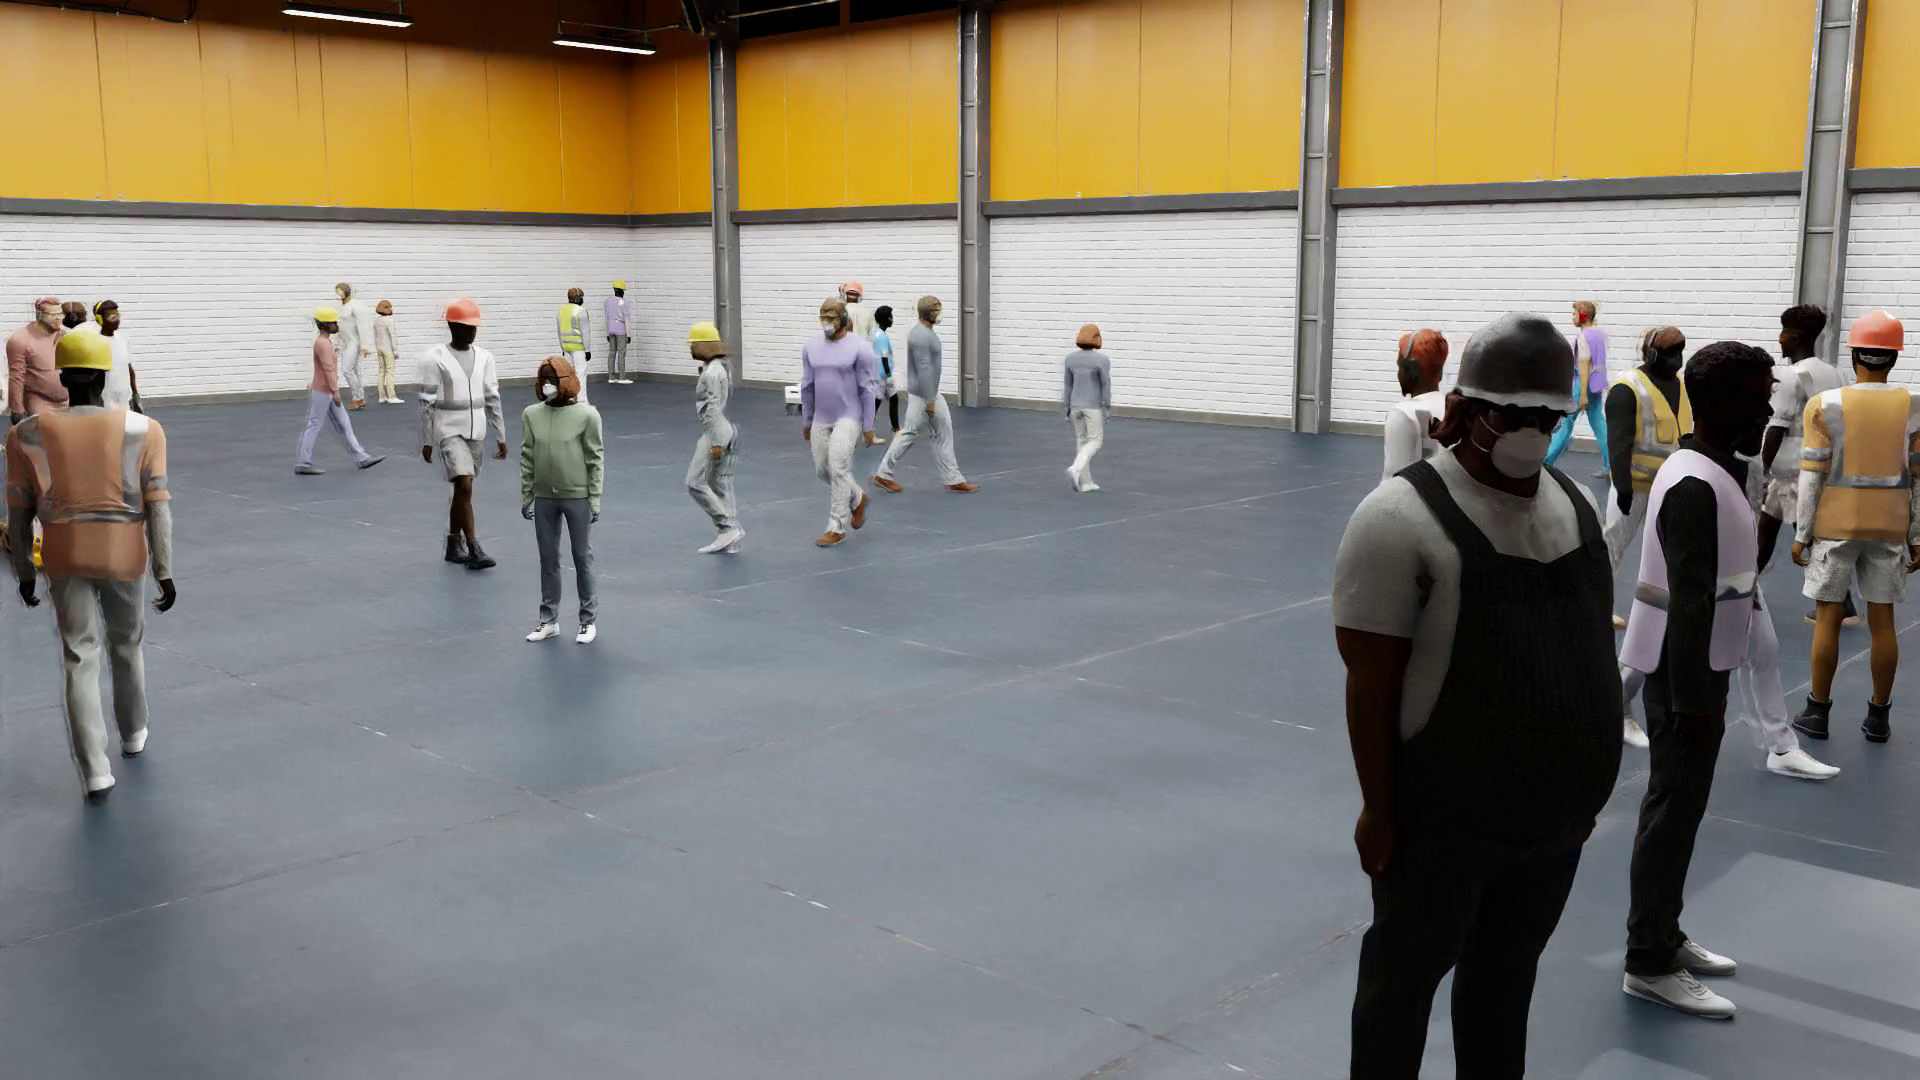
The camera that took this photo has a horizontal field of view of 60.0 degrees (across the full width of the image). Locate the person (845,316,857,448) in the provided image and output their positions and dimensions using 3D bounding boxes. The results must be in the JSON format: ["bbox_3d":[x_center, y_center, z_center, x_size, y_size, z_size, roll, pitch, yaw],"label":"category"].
[{"bbox_3d":[-1.315,-1.776,19.016,0.530,1.615,0.731,-6,11,-33],"label":"person"}]

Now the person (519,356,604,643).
[{"bbox_3d":[-2.262,-0.226,9.445,0.501,1.633,0.279,2,9,12],"label":"person"}]

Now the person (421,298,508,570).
[{"bbox_3d":[-3.454,-0.742,11.758,0.872,1.903,0.563,8,12,40],"label":"person"}]

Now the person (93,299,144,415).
[{"bbox_3d":[-7.785,-1.269,15.208,0.723,1.846,0.519,3,10,16],"label":"person"}]

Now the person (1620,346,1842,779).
[{"bbox_3d":[3.228,0.073,7.097,0.492,1.817,1.033,-8,12,-39],"label":"person"}]

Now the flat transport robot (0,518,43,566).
[{"bbox_3d":[-6.674,-0.017,12.328,0.652,0.197,1.431,-7,12,-36],"label":"flat transport robot"}]

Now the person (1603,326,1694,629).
[{"bbox_3d":[4.010,-0.323,9.547,0.664,1.788,0.947,-4,10,-23],"label":"person"}]

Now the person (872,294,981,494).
[{"bbox_3d":[-0.357,-1.362,15.638,1.025,1.894,0.649,1,9,9],"label":"person"}]

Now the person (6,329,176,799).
[{"bbox_3d":[-3.583,0.072,6.878,0.606,1.873,0.986,-4,10,-23],"label":"person"}]

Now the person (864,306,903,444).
[{"bbox_3d":[-0.833,-1.983,20.069,0.727,1.668,0.557,0,9,-3],"label":"person"}]

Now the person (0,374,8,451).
[{"bbox_3d":[-11.264,-1.991,19.195,0.637,1.977,0.431,6,11,34],"label":"person"}]

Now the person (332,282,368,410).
[{"bbox_3d":[-9.144,-2.882,24.841,0.661,1.920,0.549,8,12,40],"label":"person"}]

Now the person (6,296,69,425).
[{"bbox_3d":[-7.862,-1.166,14.424,0.433,1.884,0.666,4,10,23],"label":"person"}]

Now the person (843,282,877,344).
[{"bbox_3d":[-1.424,-2.304,21.192,0.759,1.943,0.877,-3,10,-16],"label":"person"}]

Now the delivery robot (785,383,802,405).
[{"bbox_3d":[-2.189,-2.110,24.004,0.707,0.478,0.477,7,12,39],"label":"delivery robot"}]

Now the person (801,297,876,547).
[{"bbox_3d":[-0.912,-0.928,12.887,0.632,1.913,0.765,5,11,29],"label":"person"}]

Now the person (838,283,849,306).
[{"bbox_3d":[-1.691,-2.889,24.934,0.410,1.909,0.643,4,10,24],"label":"person"}]

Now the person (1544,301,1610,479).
[{"bbox_3d":[6.300,-1.523,16.905,0.985,1.788,0.591,7,12,38],"label":"person"}]

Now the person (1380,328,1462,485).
[{"bbox_3d":[2.017,0.030,7.146,0.595,1.869,0.525,-9,13,-43],"label":"person"}]

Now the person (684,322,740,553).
[{"bbox_3d":[-1.847,-0.739,12.278,0.389,1.728,0.518,-1,9,-7],"label":"person"}]

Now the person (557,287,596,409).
[{"bbox_3d":[-5.729,-2.847,24.876,0.635,1.842,0.429,7,12,38],"label":"person"}]

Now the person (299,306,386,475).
[{"bbox_3d":[-6.443,-1.539,17.178,0.897,1.719,0.549,-3,10,-18],"label":"person"}]

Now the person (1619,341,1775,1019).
[{"bbox_3d":[2.116,0.386,4.820,0.378,1.917,0.598,5,10,26],"label":"person"}]

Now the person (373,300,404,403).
[{"bbox_3d":[-9.069,-2.979,26.323,0.500,1.633,0.282,6,11,34],"label":"person"}]

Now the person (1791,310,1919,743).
[{"bbox_3d":[4.034,-0.055,7.466,0.551,1.936,0.356,2,10,15],"label":"person"}]

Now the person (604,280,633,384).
[{"bbox_3d":[-6.301,-3.841,30.742,0.585,1.919,0.391,5,11,30],"label":"person"}]

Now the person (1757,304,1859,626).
[{"bbox_3d":[5.032,-0.459,10.025,0.619,1.918,0.988,-8,12,-40],"label":"person"}]

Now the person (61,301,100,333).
[{"bbox_3d":[-9.129,-1.615,17.485,0.932,1.801,0.630,-2,9,-12],"label":"person"}]

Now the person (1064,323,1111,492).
[{"bbox_3d":[1.160,-1.232,15.660,0.508,1.618,0.615,7,12,36],"label":"person"}]
